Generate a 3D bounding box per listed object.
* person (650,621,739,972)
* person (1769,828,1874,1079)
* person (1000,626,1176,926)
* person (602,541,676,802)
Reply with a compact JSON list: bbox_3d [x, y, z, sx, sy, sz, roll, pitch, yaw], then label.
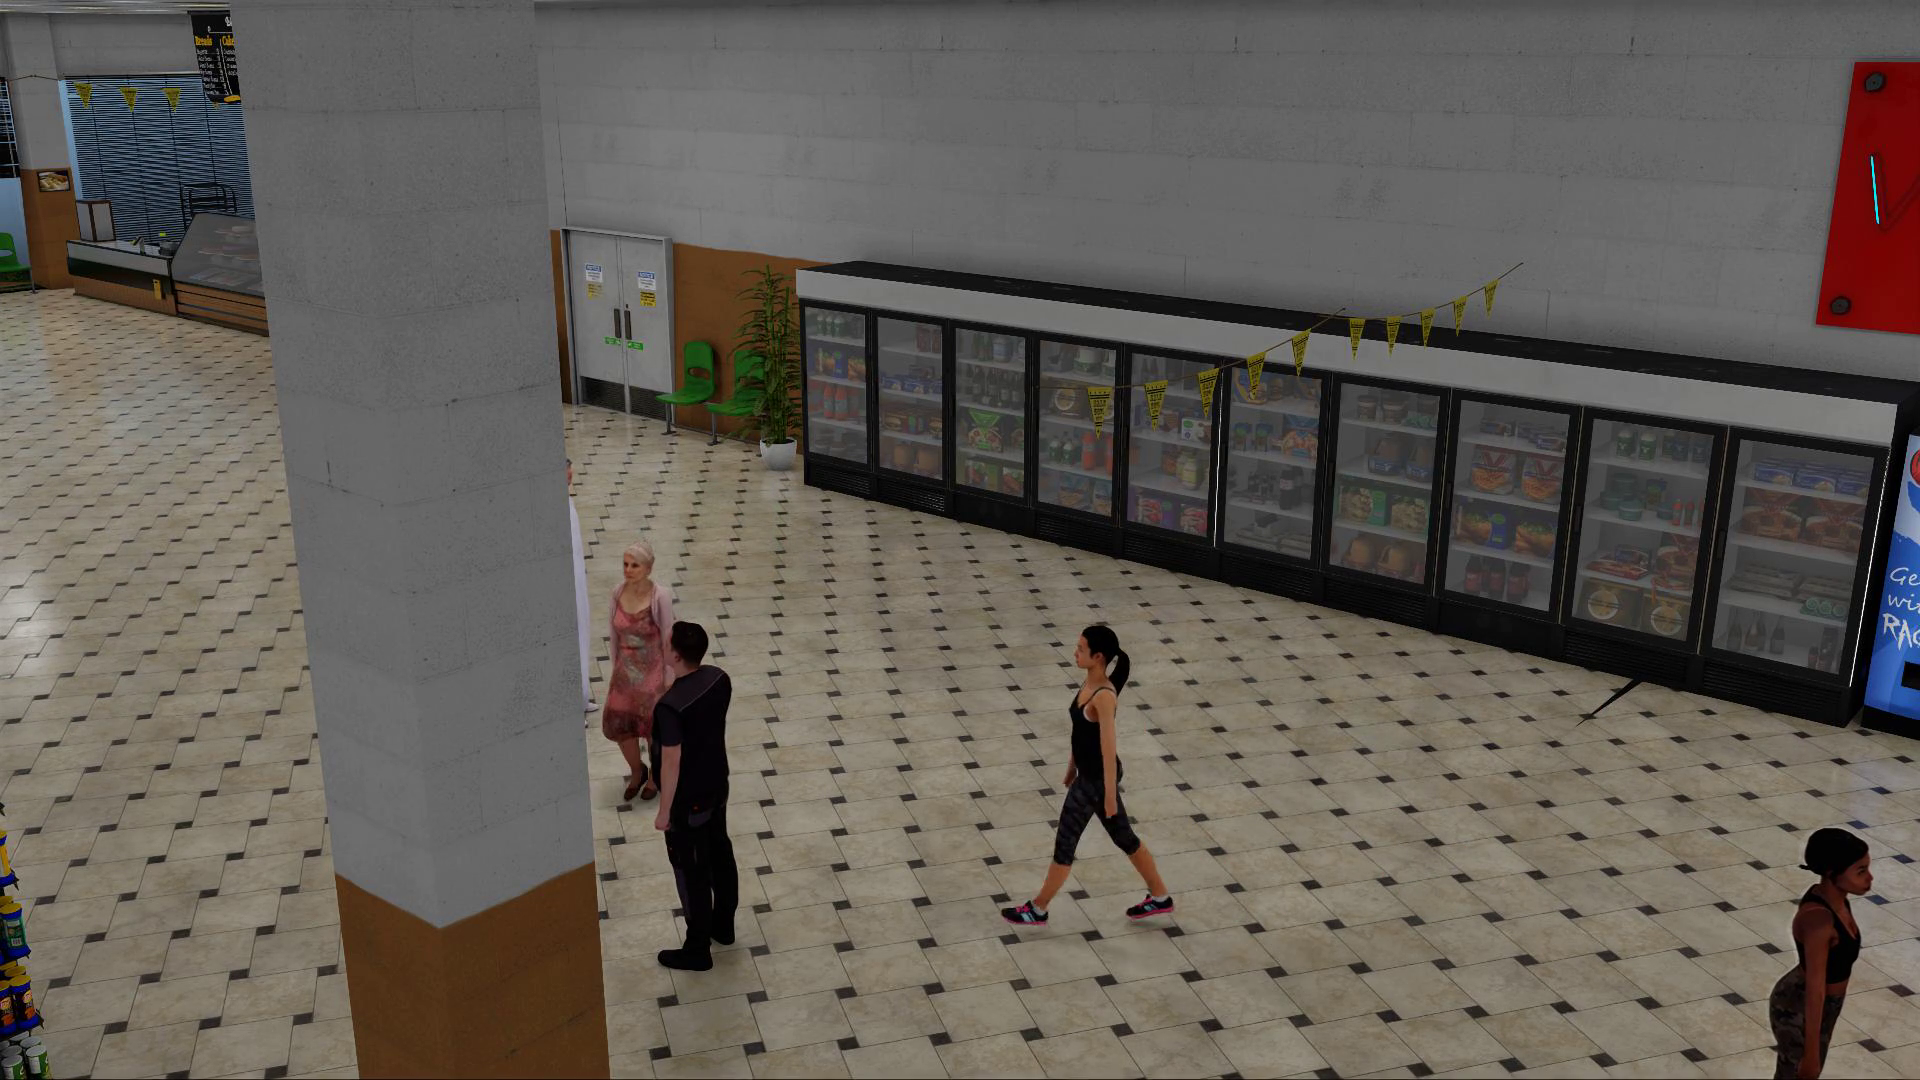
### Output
[{"bbox_3d":[-1.343,1.284,8.458,0.841,1.845,0.637,7,18,23],"label":"person"},{"bbox_3d":[3.372,1.919,6.615,0.662,1.700,0.483,11,20,32],"label":"person"},{"bbox_3d":[0.816,1.286,8.742,1.163,1.677,1.131,-1,17,-2],"label":"person"},{"bbox_3d":[-1.943,0.798,10.348,0.754,1.678,0.797,4,17,12],"label":"person"}]
